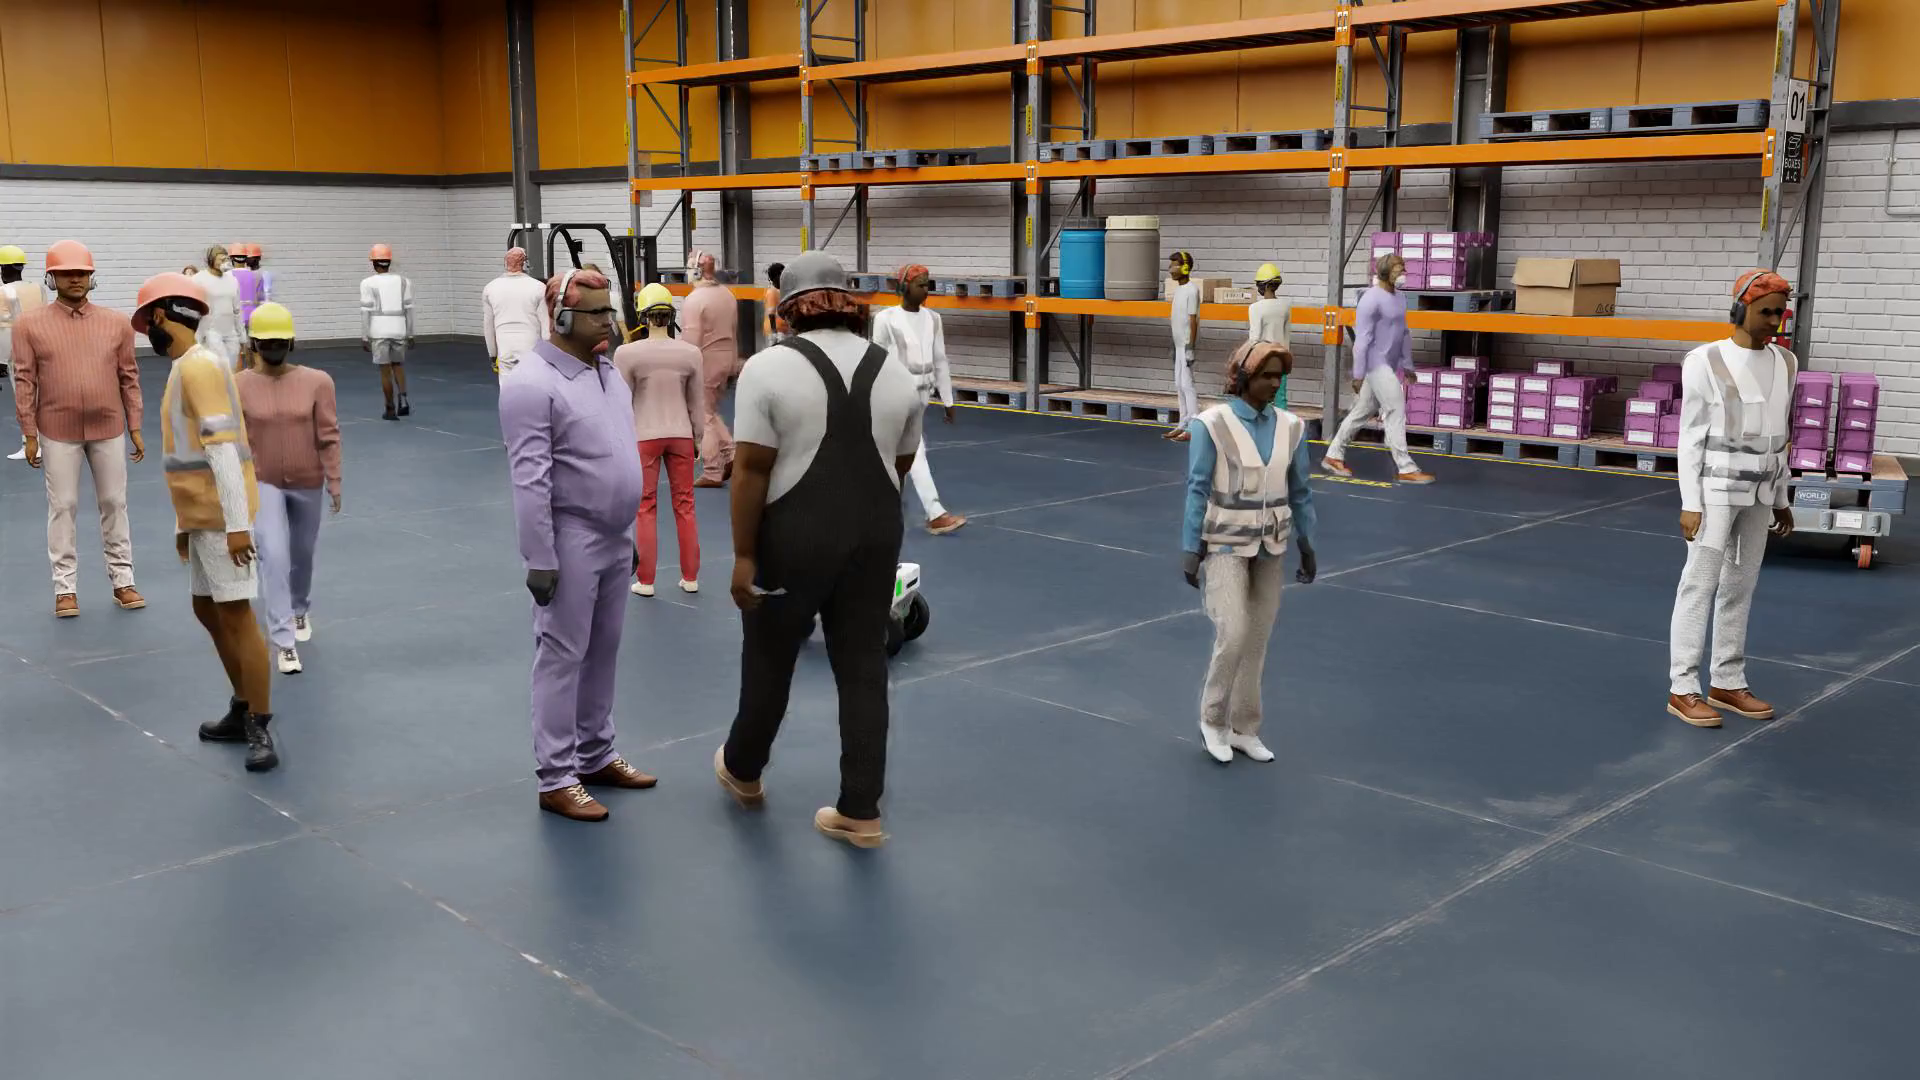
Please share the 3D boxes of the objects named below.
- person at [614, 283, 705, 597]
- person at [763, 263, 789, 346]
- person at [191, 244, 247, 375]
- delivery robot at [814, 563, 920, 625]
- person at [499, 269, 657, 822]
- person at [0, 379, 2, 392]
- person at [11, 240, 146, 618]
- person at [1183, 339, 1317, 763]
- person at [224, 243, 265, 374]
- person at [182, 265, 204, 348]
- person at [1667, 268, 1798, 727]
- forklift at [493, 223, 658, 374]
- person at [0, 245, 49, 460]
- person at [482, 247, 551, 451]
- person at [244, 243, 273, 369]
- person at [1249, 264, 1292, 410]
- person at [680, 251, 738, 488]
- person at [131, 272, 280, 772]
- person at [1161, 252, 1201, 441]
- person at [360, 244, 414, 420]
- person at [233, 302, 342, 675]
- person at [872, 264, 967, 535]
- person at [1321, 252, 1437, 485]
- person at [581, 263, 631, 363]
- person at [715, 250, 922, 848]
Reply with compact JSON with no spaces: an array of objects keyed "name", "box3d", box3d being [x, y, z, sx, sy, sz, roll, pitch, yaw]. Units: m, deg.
[{"name":"person","box3d":[-1.691,-0.560,9.375,0.518,1.756,0.345,-6,12,-28]},{"name":"person","box3d":[-2.307,-2.606,20.730,0.428,1.678,0.545,1,10,5]},{"name":"person","box3d":[-7.674,-2.096,17.288,0.441,1.922,0.654,4,11,21]},{"name":"delivery robot","box3d":[-0.569,0.222,8.132,0.707,0.478,0.477,3,11,15]},{"name":"person","box3d":[-1.313,0.011,5.856,0.407,1.904,0.655,3,11,17]},{"name":"person","box3d":[-7.955,-1.339,13.234,0.623,1.899,0.447,1,10,3]},{"name":"person","box3d":[-4.697,-0.595,8.907,0.612,1.997,0.375,-8,13,-38]},{"name":"person","box3d":[1.116,0.053,6.351,0.548,1.625,0.389,-5,12,-25]},{"name":"person","box3d":[-8.922,-2.720,20.690,0.543,1.929,0.380,-10,14,-42]},{"name":"person","box3d":[-10.861,-3.106,23.662,0.523,1.610,0.800,-3,11,-16]},{"name":"person","box3d":[3.222,-0.173,6.910,0.573,1.887,0.355,-4,11,-22]},{"name":"forklift","box3d":[-5.316,-3.263,22.920,2.313,2.155,1.214,-10,14,-44]},{"name":"person","box3d":[-8.480,-1.688,15.053,0.374,1.928,0.584,2,11,12]},{"name":"person","box3d":[-4.133,-1.789,15.665,0.643,1.910,0.400,1,10,4]},{"name":"person","box3d":[-9.628,-3.071,22.663,0.558,1.906,0.764,6,12,31]},{"name":"person","box3d":[2.768,-1.599,15.014,0.526,1.769,0.329,-8,13,-37]},{"name":"person","box3d":[-2.050,-1.356,13.322,0.415,1.898,0.663,5,11,24]},{"name":"person","box3d":[-2.872,-0.067,6.368,0.377,1.892,0.727,-6,12,-31]},{"name":"person","box3d":[2.207,-1.902,16.429,0.328,1.861,0.541,-2,11,-11]},{"name":"person","box3d":[-6.278,-2.264,18.197,0.566,1.926,0.400,-9,14,-41]},{"name":"person","box3d":[-3.256,-0.285,7.977,0.523,1.721,0.883,-6,12,-29]},{"name":"person","box3d":[-0.332,-0.972,11.432,1.046,1.828,0.590,10,14,44]},{"name":"person","box3d":[3.456,-1.421,13.749,1.033,1.894,0.621,7,13,34]},{"name":"person","box3d":[-3.434,-1.786,16.056,0.590,1.767,1.004,3,11,16]},{"name":"person","box3d":[-0.520,-0.030,5.706,0.746,2.000,0.965,-6,12,-29]}]
